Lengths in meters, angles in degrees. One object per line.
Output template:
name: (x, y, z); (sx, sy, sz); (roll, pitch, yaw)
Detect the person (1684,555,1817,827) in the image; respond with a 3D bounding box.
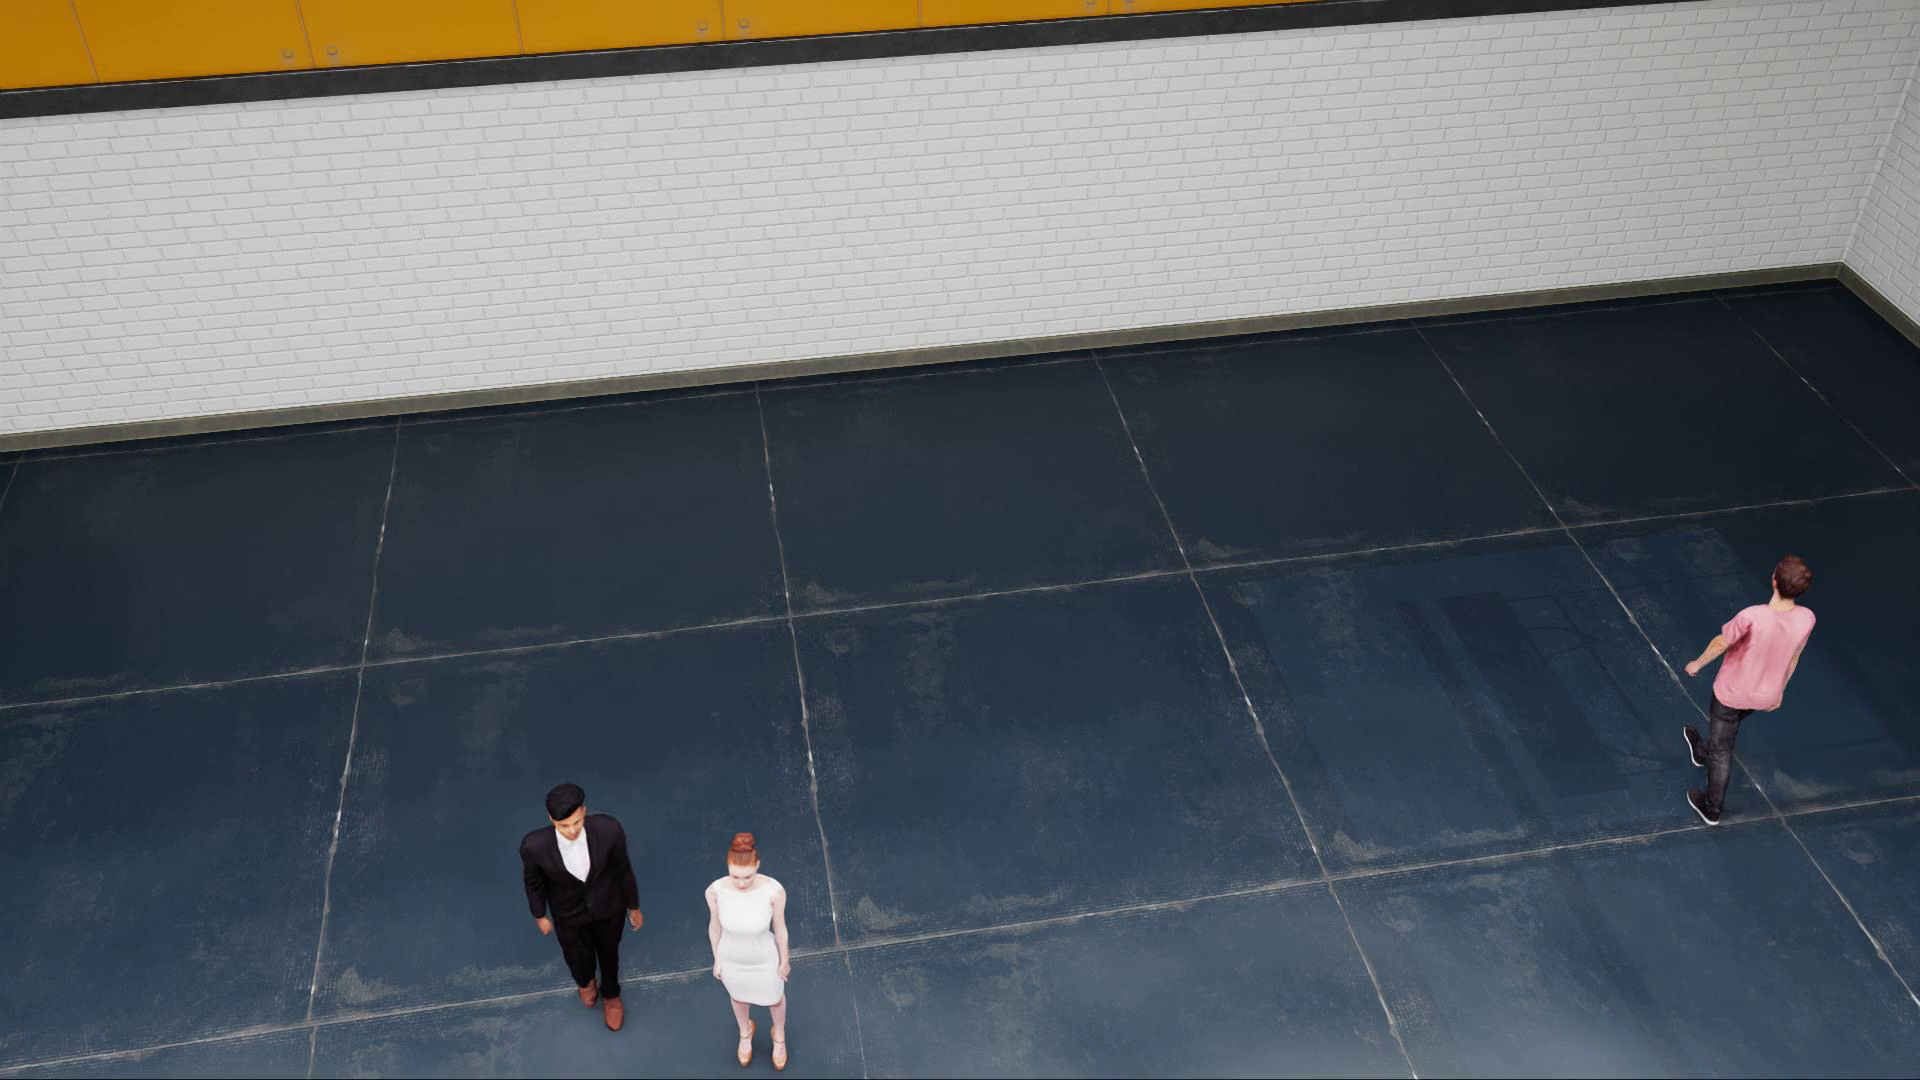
person: (4.735, 0.962, 9.982); (0.653, 1.935, 0.981); (-5, 39, -6)

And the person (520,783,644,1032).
person: (-2.001, 1.887, 8.876); (0.782, 1.869, 0.781); (-14, 41, -17)

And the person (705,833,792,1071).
person: (-1.076, 2.146, 8.612); (0.594, 1.794, 0.552); (1, 39, 2)
